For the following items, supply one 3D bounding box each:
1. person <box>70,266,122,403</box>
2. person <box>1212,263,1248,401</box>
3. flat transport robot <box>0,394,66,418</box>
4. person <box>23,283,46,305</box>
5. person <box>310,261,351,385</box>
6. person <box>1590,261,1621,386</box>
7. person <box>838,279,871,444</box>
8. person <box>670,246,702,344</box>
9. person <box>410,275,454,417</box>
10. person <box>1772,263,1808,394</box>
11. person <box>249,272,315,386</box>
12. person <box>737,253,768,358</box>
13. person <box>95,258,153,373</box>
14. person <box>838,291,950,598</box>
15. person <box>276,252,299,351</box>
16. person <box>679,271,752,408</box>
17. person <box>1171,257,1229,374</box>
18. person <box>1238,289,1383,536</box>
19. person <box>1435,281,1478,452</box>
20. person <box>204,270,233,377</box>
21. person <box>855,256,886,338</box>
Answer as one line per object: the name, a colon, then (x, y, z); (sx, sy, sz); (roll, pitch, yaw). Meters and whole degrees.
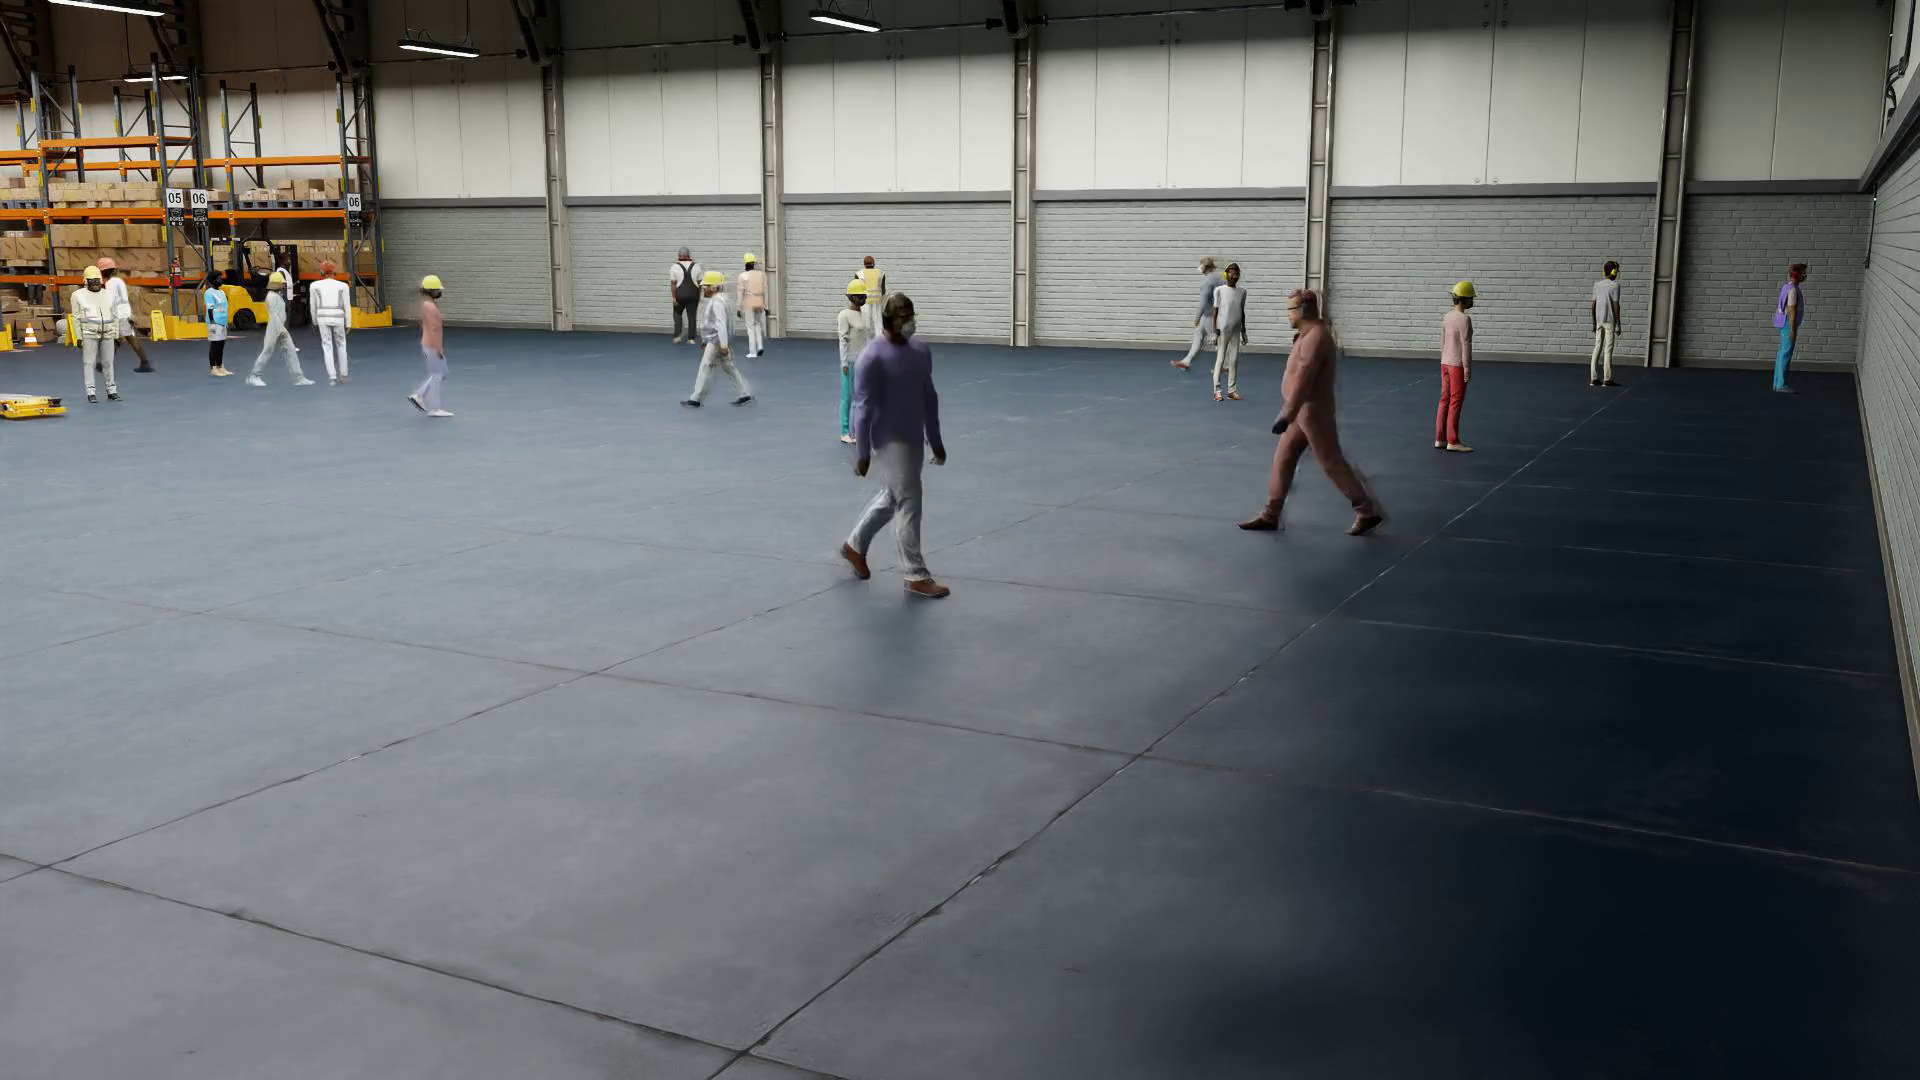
person: (-11.614, -2.768, 22.404); (0.404, 1.833, 0.590); (9, 14, 41)
person: (3.675, -2.826, 22.635); (0.532, 1.865, 0.311); (-4, 11, -19)
flat transport robot: (-11.941, -1.691, 20.793); (1.431, 0.197, 0.652); (5, 12, 27)
person: (-24.810, -6.877, 44.582); (0.391, 1.918, 0.581); (5, 12, 26)
person: (-9.540, -3.293, 25.248); (0.573, 1.843, 0.924); (-4, 11, -20)
person: (9.646, -3.221, 24.796); (0.326, 1.865, 0.519); (-5, 12, -27)
person: (-1.115, -1.936, 18.049); (0.314, 1.769, 0.524); (7, 12, 32)
person: (-5.700, -5.088, 34.489); (0.693, 2.000, 0.765); (-4, 11, -21)
person: (-6.522, -2.385, 20.536); (0.431, 1.754, 0.531); (-4, 11, -19)
person: (11.806, -3.012, 23.702); (0.372, 1.843, 0.570); (4, 11, 18)
person: (-10.216, -3.141, 24.817); (0.907, 1.699, 0.487); (0, 10, 1)
person: (-3.819, -4.291, 30.487); (0.620, 1.911, 0.420); (-8, 13, -38)
person: (-13.738, -3.644, 27.071); (1.055, 1.866, 0.554); (-2, 11, -11)
person: (-0.447, -0.622, 10.534); (0.963, 1.905, 0.631); (7, 13, 34)
person: (-13.091, -4.615, 32.258); (0.391, 1.913, 0.587); (-4, 11, -19)
person: (-3.168, -2.607, 21.680); (0.952, 1.787, 0.595); (-1, 10, -7)
person: (3.929, -3.626, 26.923); (1.000, 1.885, 0.658); (3, 11, 14)
person: (2.685, -0.952, 12.482); (1.027, 1.853, 0.637); (0, 10, 3)
person: (5.197, -1.805, 17.336); (0.326, 1.767, 0.533); (-2, 11, -10)
person: (-11.790, -3.436, 26.419); (0.317, 1.695, 0.540); (0, 10, -1)
person: (-1.775, -4.664, 32.735); (0.624, 1.841, 0.430); (-3, 11, -15)
